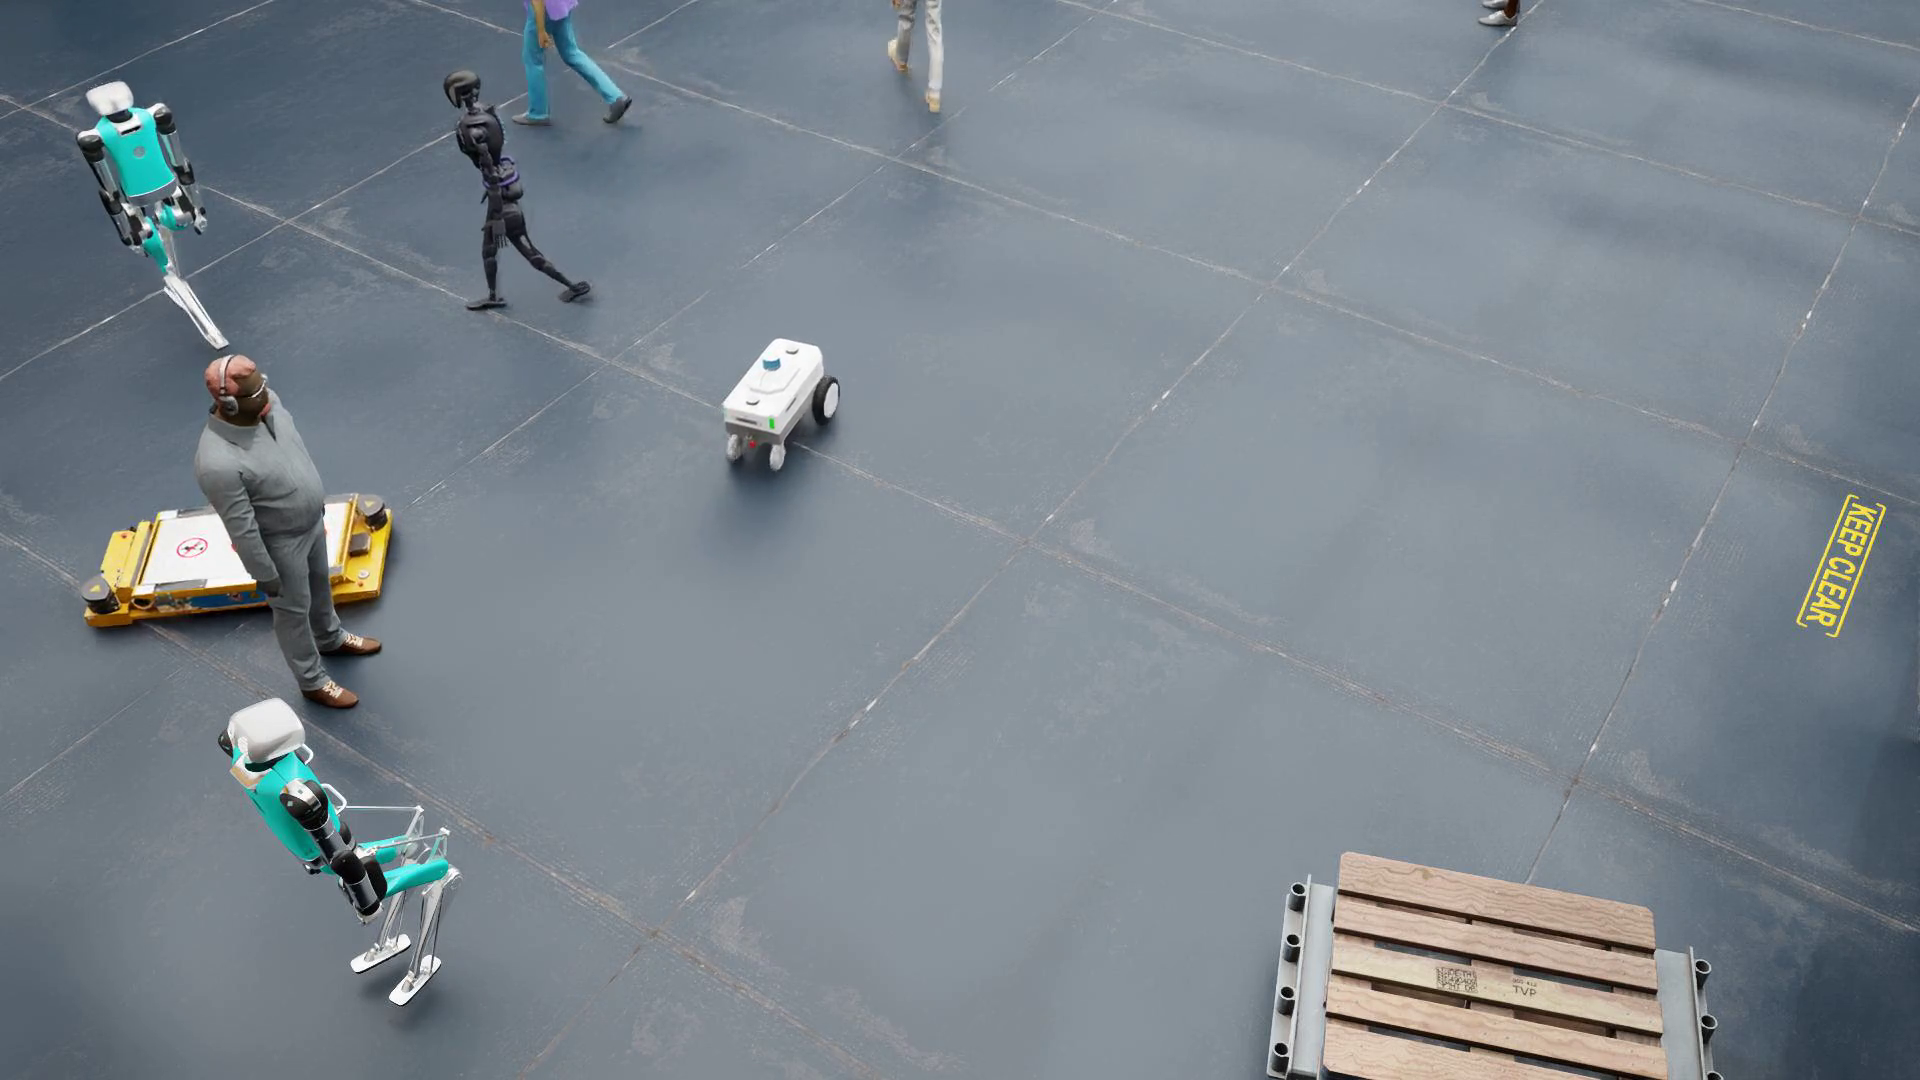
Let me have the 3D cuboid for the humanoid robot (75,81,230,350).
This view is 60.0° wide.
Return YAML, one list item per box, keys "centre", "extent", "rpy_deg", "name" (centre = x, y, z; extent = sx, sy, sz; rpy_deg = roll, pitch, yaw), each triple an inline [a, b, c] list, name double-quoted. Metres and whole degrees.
- centre: [-4.848, -1.975, 9.913]
  extent: [0.559, 1.741, 1.046]
  rpy_deg: [-32, 51, -30]
  name: "humanoid robot"

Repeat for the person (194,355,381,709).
- centre: [-3.071, -0.043, 7.601]
  extent: [0.413, 1.905, 0.650]
  rpy_deg: [2, 42, 2]
  name: "person"

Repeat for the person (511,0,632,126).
- centre: [-2.886, -3.781, 11.861]
  extent: [0.860, 1.806, 0.564]
  rpy_deg: [9, 43, 10]
  name: "person"

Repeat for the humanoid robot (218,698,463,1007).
- centre: [-2.236, 1.114, 6.330]
  extent: [0.533, 1.677, 0.735]
  rpy_deg: [30, 50, 30]
  name: "humanoid robot"

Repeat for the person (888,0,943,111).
- centre: [-0.302, -4.183, 12.295]
  extent: [0.506, 1.825, 0.938]
  rpy_deg: [-10, 43, -11]
  name: "person"

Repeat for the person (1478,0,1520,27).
- centre: [4.489, -5.057, 13.197]
  extent: [0.454, 1.932, 0.563]
  rpy_deg: [13, 43, 14]
  name: "person"

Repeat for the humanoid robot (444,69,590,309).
- centre: [-2.745, -2.107, 10.128]
  extent: [0.762, 1.643, 0.610]
  rpy_deg: [-12, 43, -13]
  name: "humanoid robot"

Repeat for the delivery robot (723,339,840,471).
- centre: [-1.047, -0.815, 9.488]
  extent: [0.499, 0.610, 0.814]
  rpy_deg: [14, 44, 15]
  name: "delivery robot"

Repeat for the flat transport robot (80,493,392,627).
- centre: [-3.743, 0.099, 8.668]
  extent: [1.431, 0.231, 0.659]
  rpy_deg: [-6, 42, -6]
  name: "flat transport robot"
